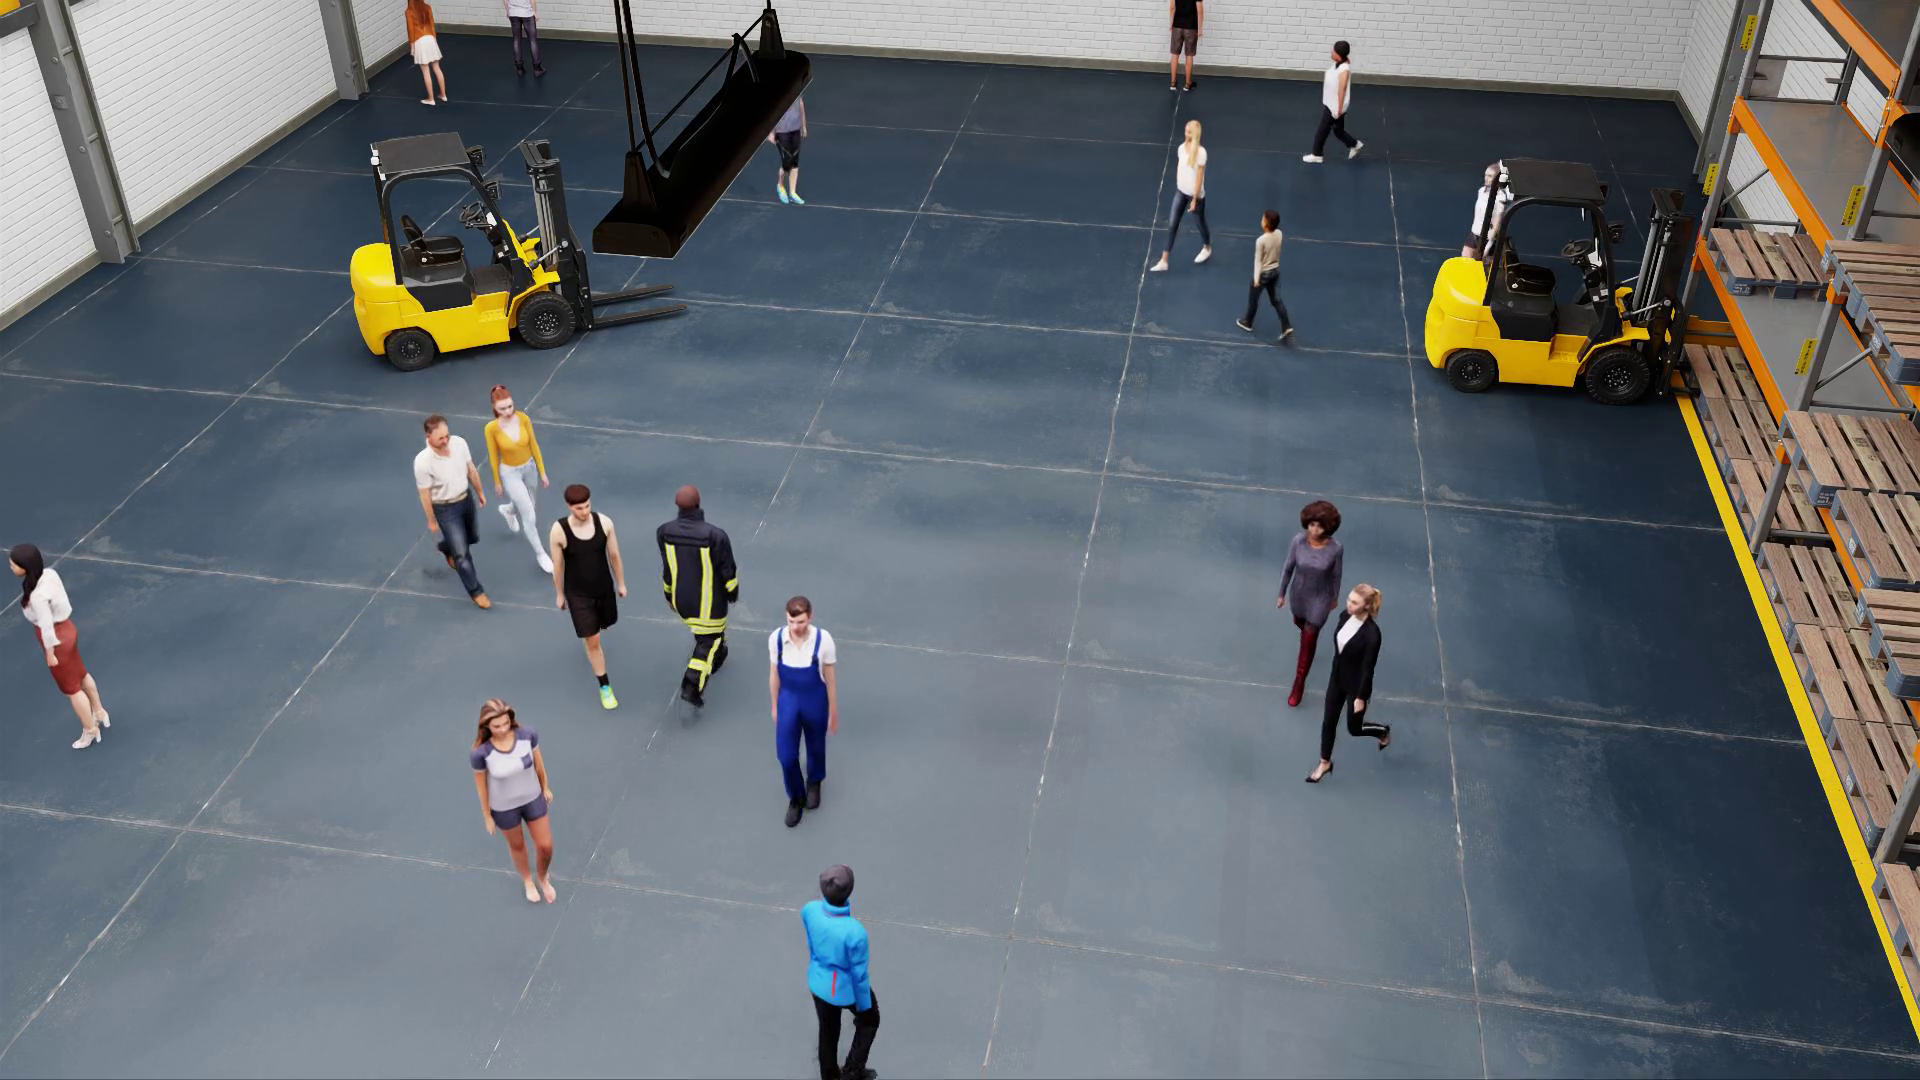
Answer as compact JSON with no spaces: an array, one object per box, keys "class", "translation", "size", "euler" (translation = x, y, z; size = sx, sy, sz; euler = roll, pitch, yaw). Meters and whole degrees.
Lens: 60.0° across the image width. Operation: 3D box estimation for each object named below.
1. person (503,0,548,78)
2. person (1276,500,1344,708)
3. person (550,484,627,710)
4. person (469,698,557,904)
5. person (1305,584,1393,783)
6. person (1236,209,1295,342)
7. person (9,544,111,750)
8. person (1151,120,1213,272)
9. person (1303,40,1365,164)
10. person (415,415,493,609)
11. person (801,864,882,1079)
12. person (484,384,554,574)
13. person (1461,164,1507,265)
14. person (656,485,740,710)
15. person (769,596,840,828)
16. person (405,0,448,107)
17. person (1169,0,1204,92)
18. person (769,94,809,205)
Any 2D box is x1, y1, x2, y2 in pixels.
[{"class":"person","translation":[-6.696,-8.009,25.372],"size":[0.659,1.832,0.591],"euler":[3,34,5]},{"class":"person","translation":[2.727,0.400,12.866],"size":[0.786,1.672,1.156],"euler":[15,37,22]},{"class":"person","translation":[-2.868,0.328,12.805],"size":[1.136,1.860,1.261],"euler":[-17,37,-24]},{"class":"person","translation":[-2.933,1.666,10.921],"size":[0.738,1.717,0.778],"euler":[-15,37,-22]},{"class":"person","translation":[2.863,1.034,11.900],"size":[1.011,1.686,0.999],"euler":[-16,37,-22]},{"class":"person","translation":[3.368,-2.842,17.953],"size":[0.935,1.441,1.036],"euler":[-18,38,-25]},{"class":"person","translation":[-6.617,0.760,12.254],"size":[0.730,1.751,0.601],"euler":[-9,35,-14]},{"class":"person","translation":[2.758,-4.007,19.415],"size":[1.208,1.762,1.036],"euler":[-28,43,-35]},{"class":"person","translation":[5.092,-5.864,22.301],"size":[0.745,1.660,0.952],"euler":[7,34,11]},{"class":"person","translation":[-4.262,-0.313,13.805],"size":[1.119,1.820,1.137],"euler":[23,40,31]},{"class":"person","translation":[-0.747,2.604,9.453],"size":[0.712,1.780,0.709],"euler":[20,38,27]},{"class":"person","translation":[-3.835,-0.570,14.277],"size":[1.119,1.726,1.082],"euler":[-27,42,-35]},{"class":"person","translation":[5.878,-3.310,18.428],"size":[1.170,1.694,1.099],"euler":[-22,39,-29]},{"class":"person","translation":[-2.010,0.441,12.695],"size":[0.862,1.793,1.213],"euler":[11,35,16]},{"class":"person","translation":[-1.078,1.087,11.681],"size":[0.693,1.840,0.793],"euler":[1,34,2]},{"class":"person","translation":[-7.822,-7.241,24.318],"size":[0.767,1.722,0.670],"euler":[25,41,33]},{"class":"person","translation":[3.354,-7.672,24.839],"size":[0.723,1.861,0.655],"euler":[13,36,18]},{"class":"person","translation":[-2.243,-5.190,21.086],"size":[0.789,1.883,0.867],"euler":[-26,41,-33]}]
